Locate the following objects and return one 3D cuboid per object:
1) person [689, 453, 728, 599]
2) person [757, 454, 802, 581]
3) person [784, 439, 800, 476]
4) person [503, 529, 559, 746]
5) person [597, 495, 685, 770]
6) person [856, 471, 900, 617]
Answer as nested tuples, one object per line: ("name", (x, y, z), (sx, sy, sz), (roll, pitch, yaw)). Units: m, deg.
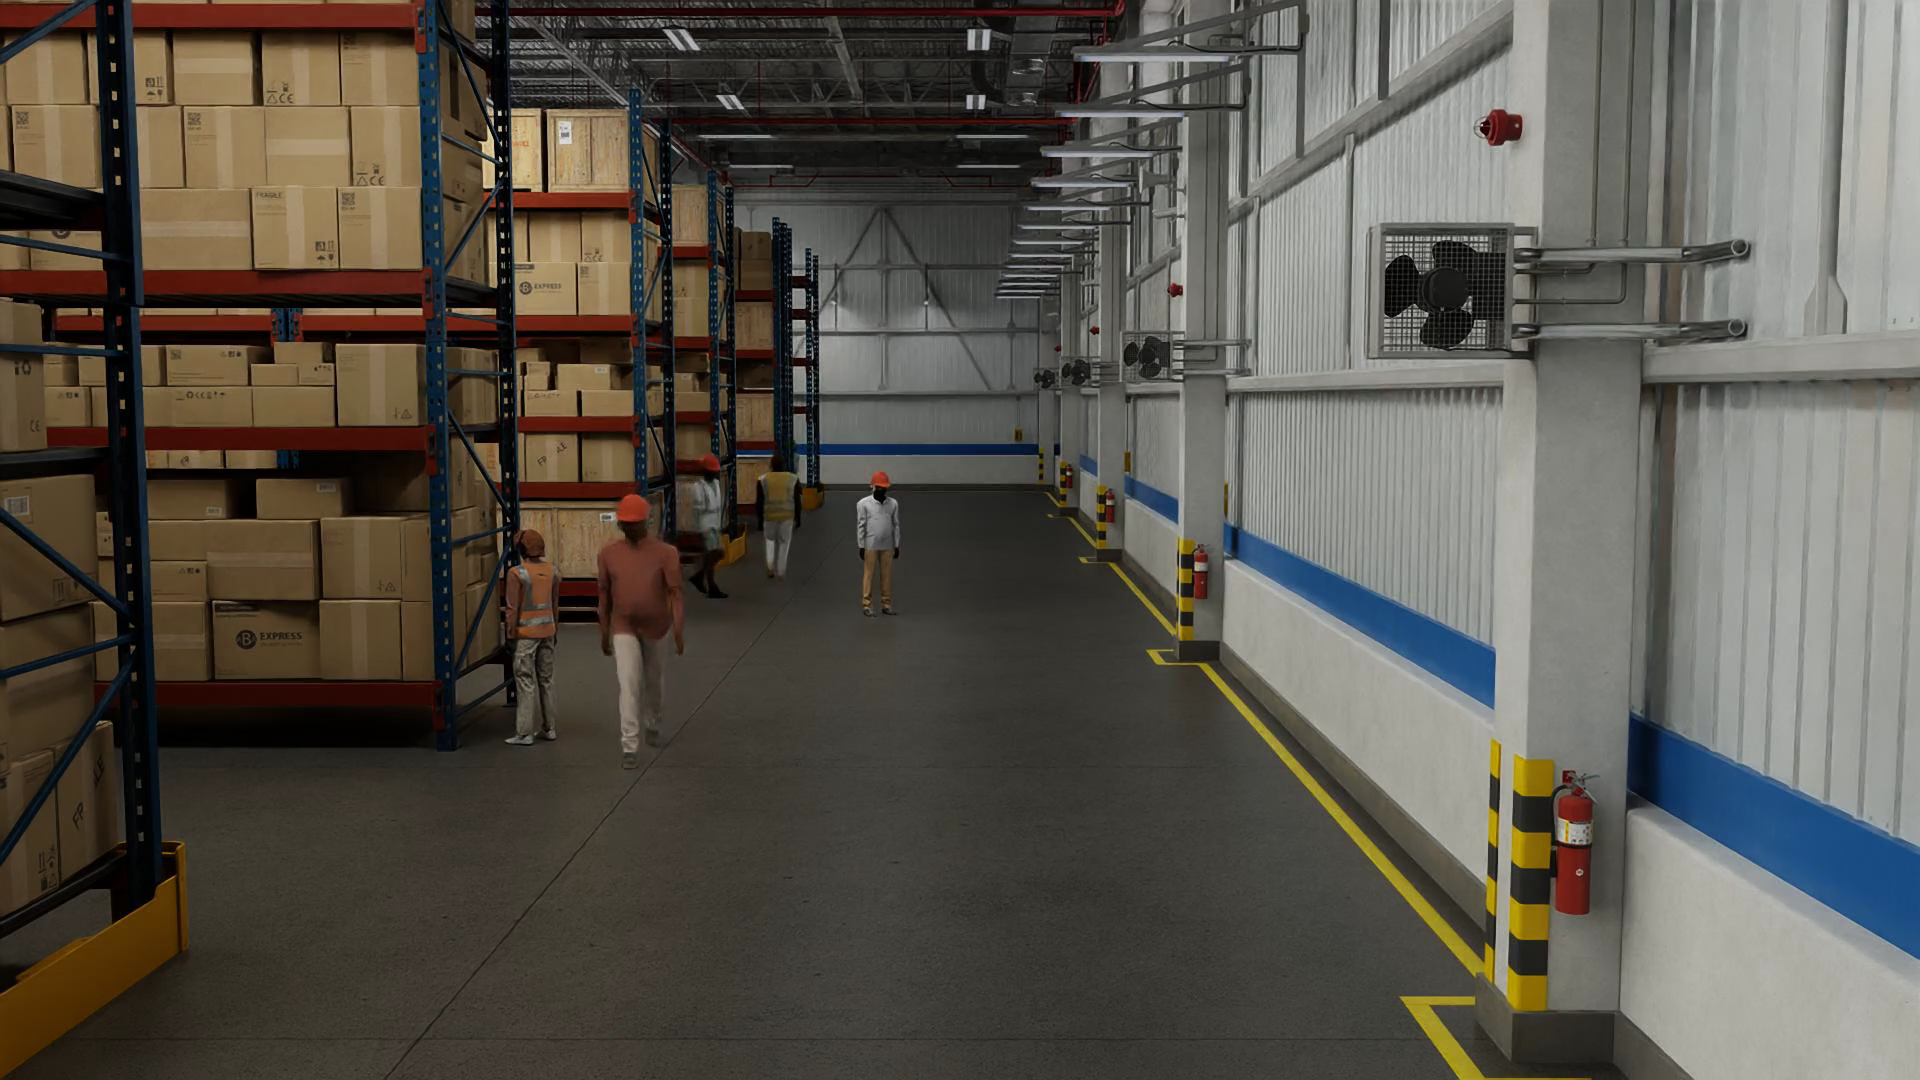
("person", (-3.282, -0.186, 21.673), (0.555, 1.908, 0.557), (2, 5, 25))
("person", (-2.580, -0.327, 23.827), (0.645, 1.816, 0.707), (0, 5, -4))
("person", (-3.871, -1.426, 37.353), (0.554, 1.684, 0.747), (1, 5, 12))
("person", (-3.231, 0.732, 12.582), (0.318, 1.631, 0.524), (3, 6, 29))
("person", (-2.314, 0.630, 12.100), (0.635, 1.944, 1.039), (-1, 5, -7))
("person", (-0.963, 0.049, 19.862), (0.564, 1.745, 0.349), (-3, 6, -29))
